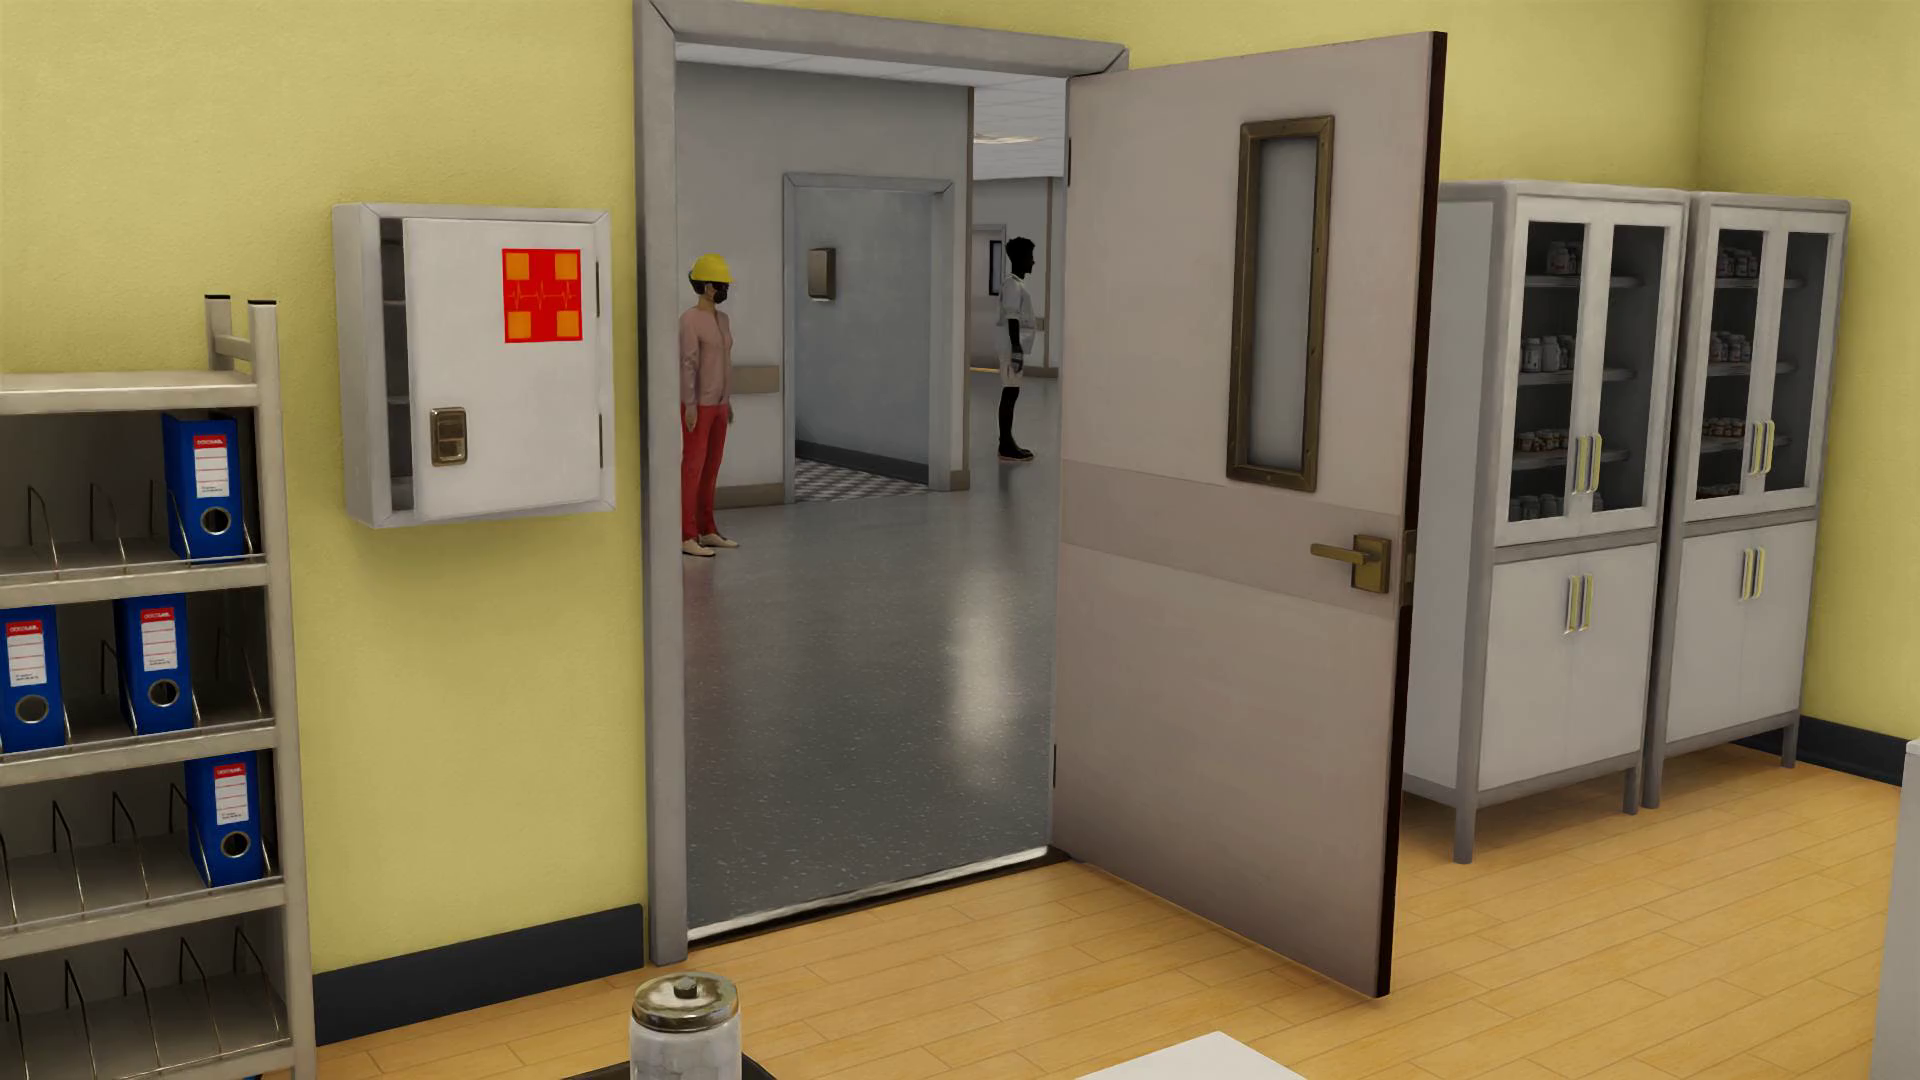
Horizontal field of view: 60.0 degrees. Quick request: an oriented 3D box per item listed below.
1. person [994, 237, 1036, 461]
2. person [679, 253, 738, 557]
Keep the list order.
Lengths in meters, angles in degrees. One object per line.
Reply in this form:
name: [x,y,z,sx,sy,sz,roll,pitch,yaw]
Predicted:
person: [0.497,-1.680,14.692,0.390,1.958,0.601,1,10,1]
person: [-1.471,-0.794,9.800,0.326,1.767,0.533,4,10,18]
